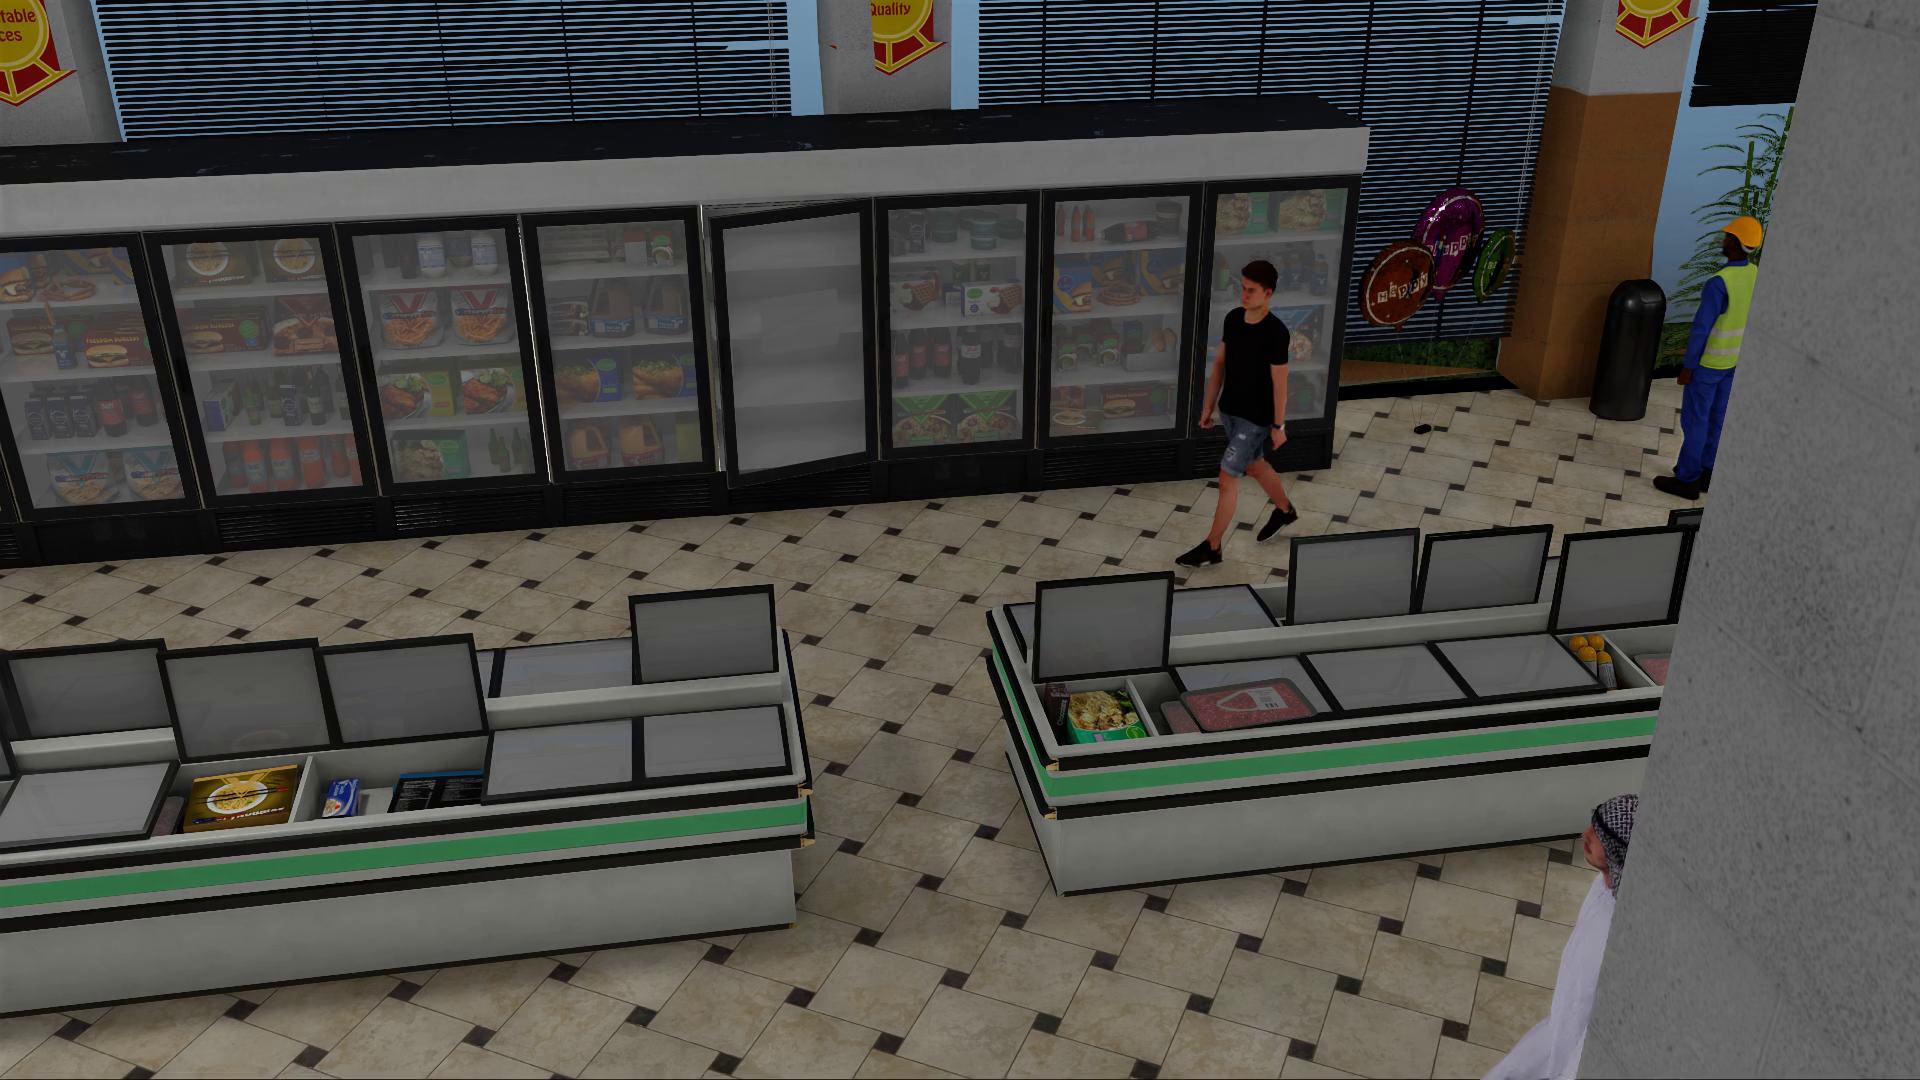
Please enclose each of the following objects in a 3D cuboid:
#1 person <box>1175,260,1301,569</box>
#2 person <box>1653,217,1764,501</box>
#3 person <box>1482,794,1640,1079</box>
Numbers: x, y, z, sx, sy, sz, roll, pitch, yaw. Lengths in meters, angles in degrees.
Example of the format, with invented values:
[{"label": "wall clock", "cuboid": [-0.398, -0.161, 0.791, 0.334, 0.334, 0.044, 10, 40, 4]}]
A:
[{"label": "person", "cuboid": [1.756, -0.745, 9.723, 1.279, 1.815, 0.954, -14, 30, -26]}, {"label": "person", "cuboid": [4.782, -1.152, 10.525, 0.662, 1.815, 0.803, -17, 31, -30]}, {"label": "person", "cuboid": [2.011, 1.595, 5.015, 1.205, 1.900, 0.966, 5, 27, 10]}]
